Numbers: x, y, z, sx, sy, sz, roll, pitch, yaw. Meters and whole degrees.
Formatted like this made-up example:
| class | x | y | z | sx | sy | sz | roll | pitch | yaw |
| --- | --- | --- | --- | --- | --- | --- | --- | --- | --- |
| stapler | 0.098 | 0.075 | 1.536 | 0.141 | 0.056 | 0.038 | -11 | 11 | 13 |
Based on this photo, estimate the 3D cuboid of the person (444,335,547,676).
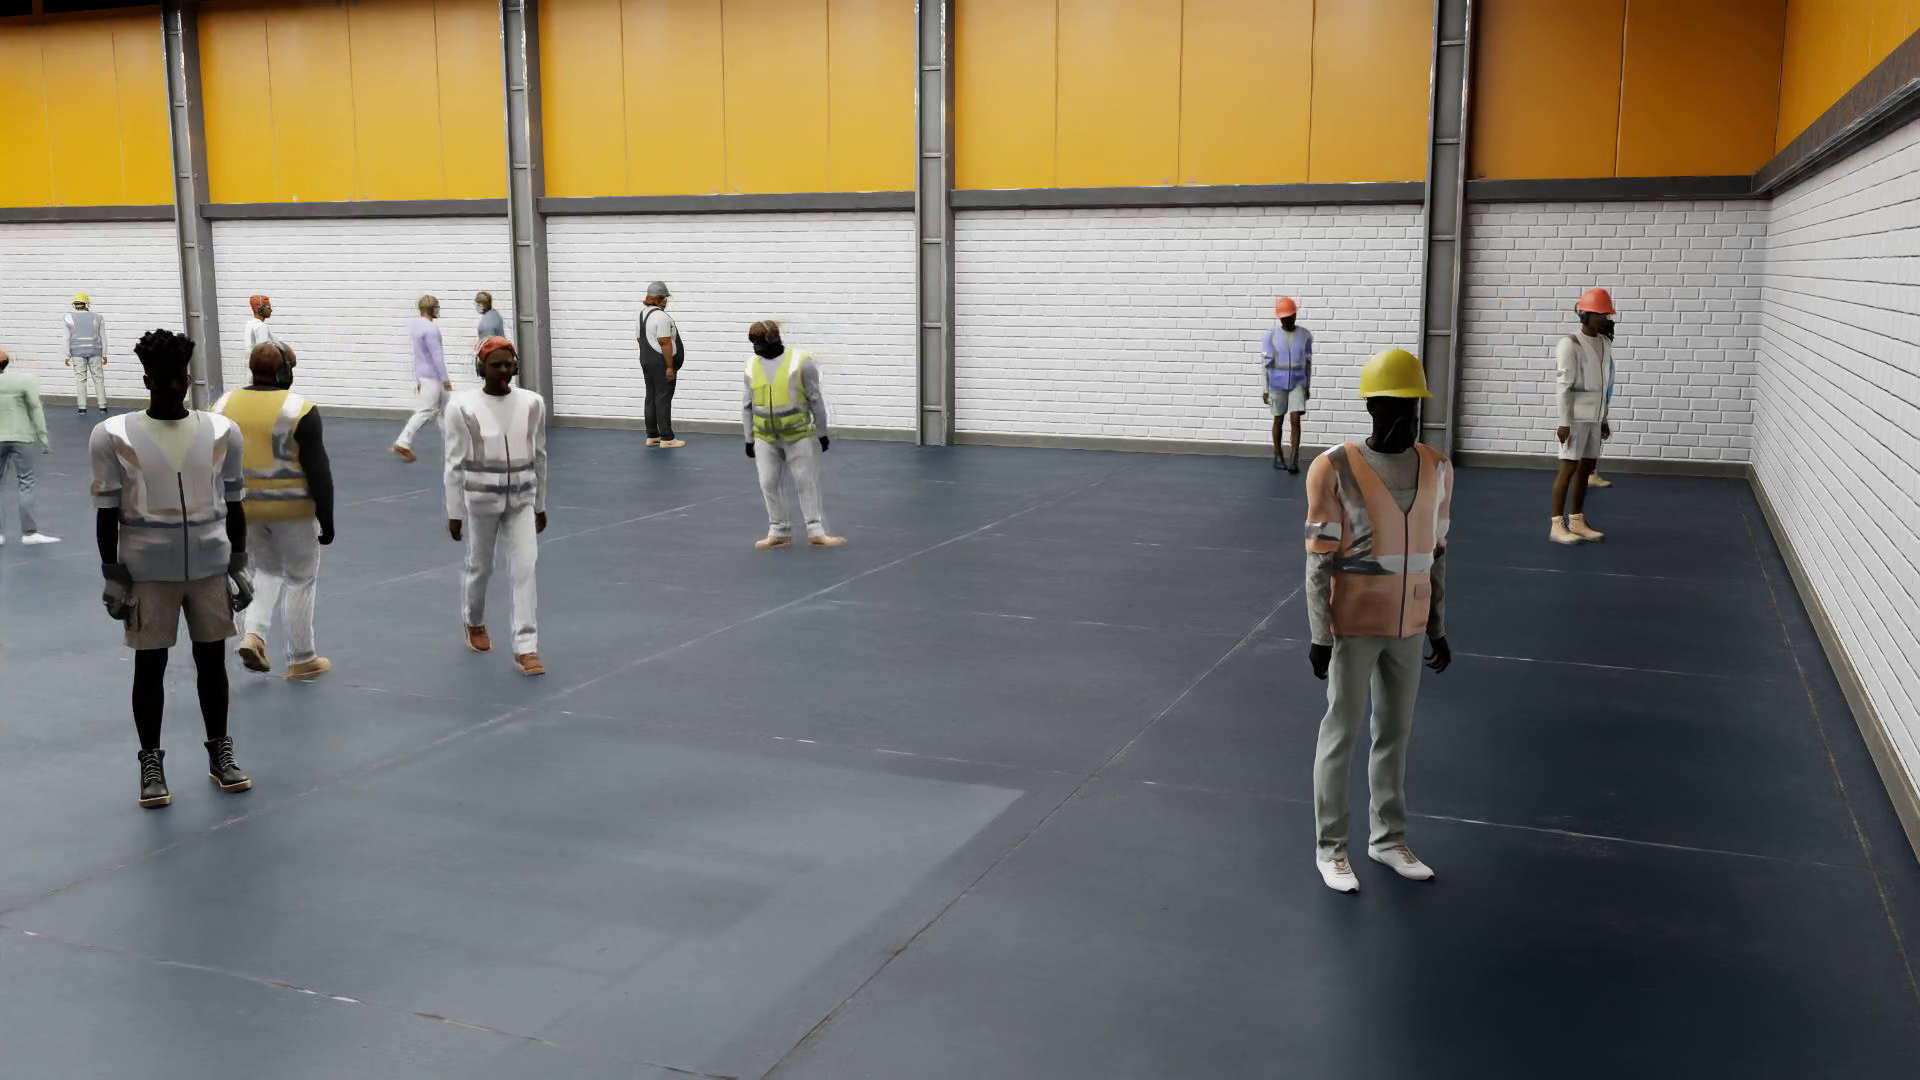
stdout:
| class | x | y | z | sx | sy | sz | roll | pitch | yaw |
| --- | --- | --- | --- | --- | --- | --- | --- | --- | --- |
| person | -2.592 | -0.217 | 9.263 | 0.589 | 1.854 | 0.941 | -6 | 11 | -32 |

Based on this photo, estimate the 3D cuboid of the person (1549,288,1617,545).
| class | x | y | z | sx | sy | sz | roll | pitch | yaw |
| --- | --- | --- | --- | --- | --- | --- | --- | --- | --- |
| person | 5.014 | -0.984 | 13.303 | 0.614 | 2.038 | 0.396 | -7 | 12 | -35 |

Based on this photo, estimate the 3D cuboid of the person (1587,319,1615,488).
| class | x | y | z | sx | sy | sz | roll | pitch | yaw |
| --- | --- | --- | --- | --- | --- | --- | --- | --- | --- |
| person | 6.402 | -1.383 | 16.751 | 0.322 | 1.699 | 0.536 | 0 | 9 | 1 |

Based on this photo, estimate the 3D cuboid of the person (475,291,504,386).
| class | x | y | z | sx | sy | sz | roll | pitch | yaw |
| --- | --- | --- | --- | --- | --- | --- | --- | --- | --- |
| person | -6.085 | -2.294 | 21.711 | 0.358 | 1.904 | 0.781 | -1 | 9 | -6 |

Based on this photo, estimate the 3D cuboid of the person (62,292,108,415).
| class | x | y | z | sx | sy | sz | roll | pitch | yaw |
| --- | --- | --- | --- | --- | --- | --- | --- | --- | --- |
| person | -13.059 | -2.781 | 24.844 | 0.590 | 1.827 | 0.404 | -6 | 11 | -31 |

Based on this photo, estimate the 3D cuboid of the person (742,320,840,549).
| class | x | y | z | sx | sy | sz | roll | pitch | yaw |
| --- | --- | --- | --- | --- | --- | --- | --- | --- | --- |
| person | -1.327 | -0.805 | 12.962 | 0.775 | 1.805 | 0.437 | 2 | 10 | 13 |

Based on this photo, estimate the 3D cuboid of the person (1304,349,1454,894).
| class | x | y | z | sx | sy | sz | roll | pitch | yaw |
| --- | --- | --- | --- | --- | --- | --- | --- | --- | --- |
| person | 1.503 | 0.286 | 5.946 | 0.587 | 1.930 | 0.363 | -4 | 10 | -21 |

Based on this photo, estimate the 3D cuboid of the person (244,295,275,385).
| class | x | y | z | sx | sy | sz | roll | pitch | yaw |
| --- | --- | --- | --- | --- | --- | --- | --- | --- | --- |
| person | -8.153 | -1.917 | 19.430 | 0.346 | 1.882 | 0.578 | -8 | 12 | -39 |

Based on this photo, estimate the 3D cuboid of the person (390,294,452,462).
| class | x | y | z | sx | sy | sz | roll | pitch | yaw |
| --- | --- | --- | --- | --- | --- | --- | --- | --- | --- |
| person | -6.064 | -1.847 | 18.955 | 0.941 | 1.908 | 0.639 | -4 | 10 | -25 |

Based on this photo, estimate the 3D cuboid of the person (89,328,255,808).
| class | x | y | z | sx | sy | sz | roll | pitch | yaw |
| --- | --- | --- | --- | --- | --- | --- | --- | --- | --- |
| person | -3.254 | 0.107 | 6.915 | 0.607 | 1.966 | 0.363 | -8 | 12 | -39 |

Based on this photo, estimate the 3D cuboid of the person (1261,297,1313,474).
| class | x | y | z | sx | sy | sz | roll | pitch | yaw |
| --- | --- | --- | --- | --- | --- | --- | --- | --- | --- |
| person | 3.500 | -1.648 | 17.794 | 0.562 | 1.878 | 0.982 | 1 | 9 | 4 |

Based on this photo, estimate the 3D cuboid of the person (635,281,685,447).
| class | x | y | z | sx | sy | sz | roll | pitch | yaw |
| --- | --- | --- | --- | --- | --- | --- | --- | --- | --- |
| person | -3.654 | -2.162 | 20.441 | 0.537 | 2.000 | 0.680 | -7 | 12 | -37 |

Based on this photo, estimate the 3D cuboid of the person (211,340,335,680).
| class | x | y | z | sx | sy | sz | roll | pitch | yaw |
| --- | --- | --- | --- | --- | --- | --- | --- | --- | --- |
| person | -3.629 | -0.146 | 8.869 | 0.655 | 1.827 | 0.445 | 2 | 10 | 12 |

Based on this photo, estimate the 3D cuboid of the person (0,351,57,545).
| class | x | y | z | sx | sy | sz | roll | pitch | yaw |
| --- | --- | --- | --- | --- | --- | --- | --- | --- | --- |
| person | -7.548 | -0.750 | 13.214 | 0.591 | 1.611 | 0.316 | -2 | 10 | -14 |
